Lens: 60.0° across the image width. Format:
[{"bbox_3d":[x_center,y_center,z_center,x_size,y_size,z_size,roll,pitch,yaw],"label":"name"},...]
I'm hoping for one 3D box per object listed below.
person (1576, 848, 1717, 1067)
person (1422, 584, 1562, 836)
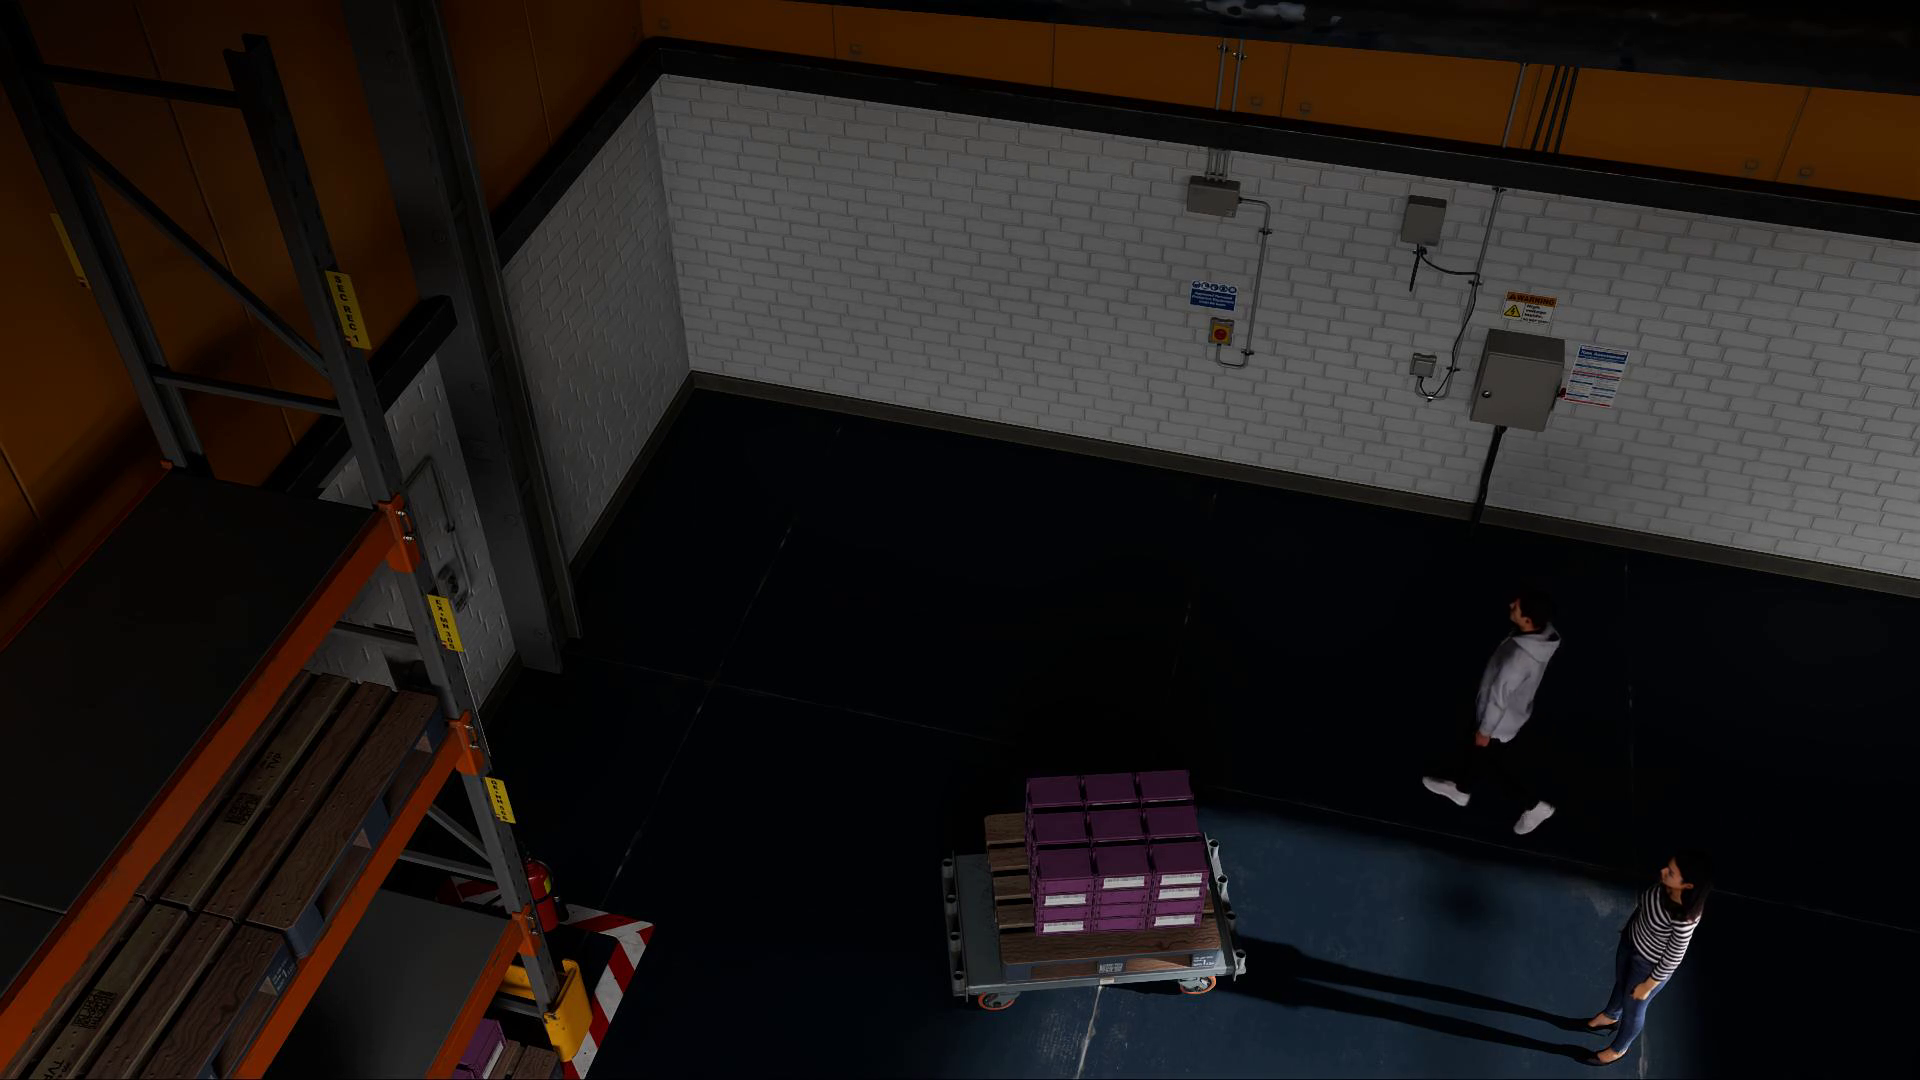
[{"bbox_3d":[3.583,2.177,8.681,0.668,1.797,0.463,4,44,4],"label":"person"},{"bbox_3d":[3.273,1.039,9.795,0.906,1.909,1.042,21,48,21],"label":"person"}]
